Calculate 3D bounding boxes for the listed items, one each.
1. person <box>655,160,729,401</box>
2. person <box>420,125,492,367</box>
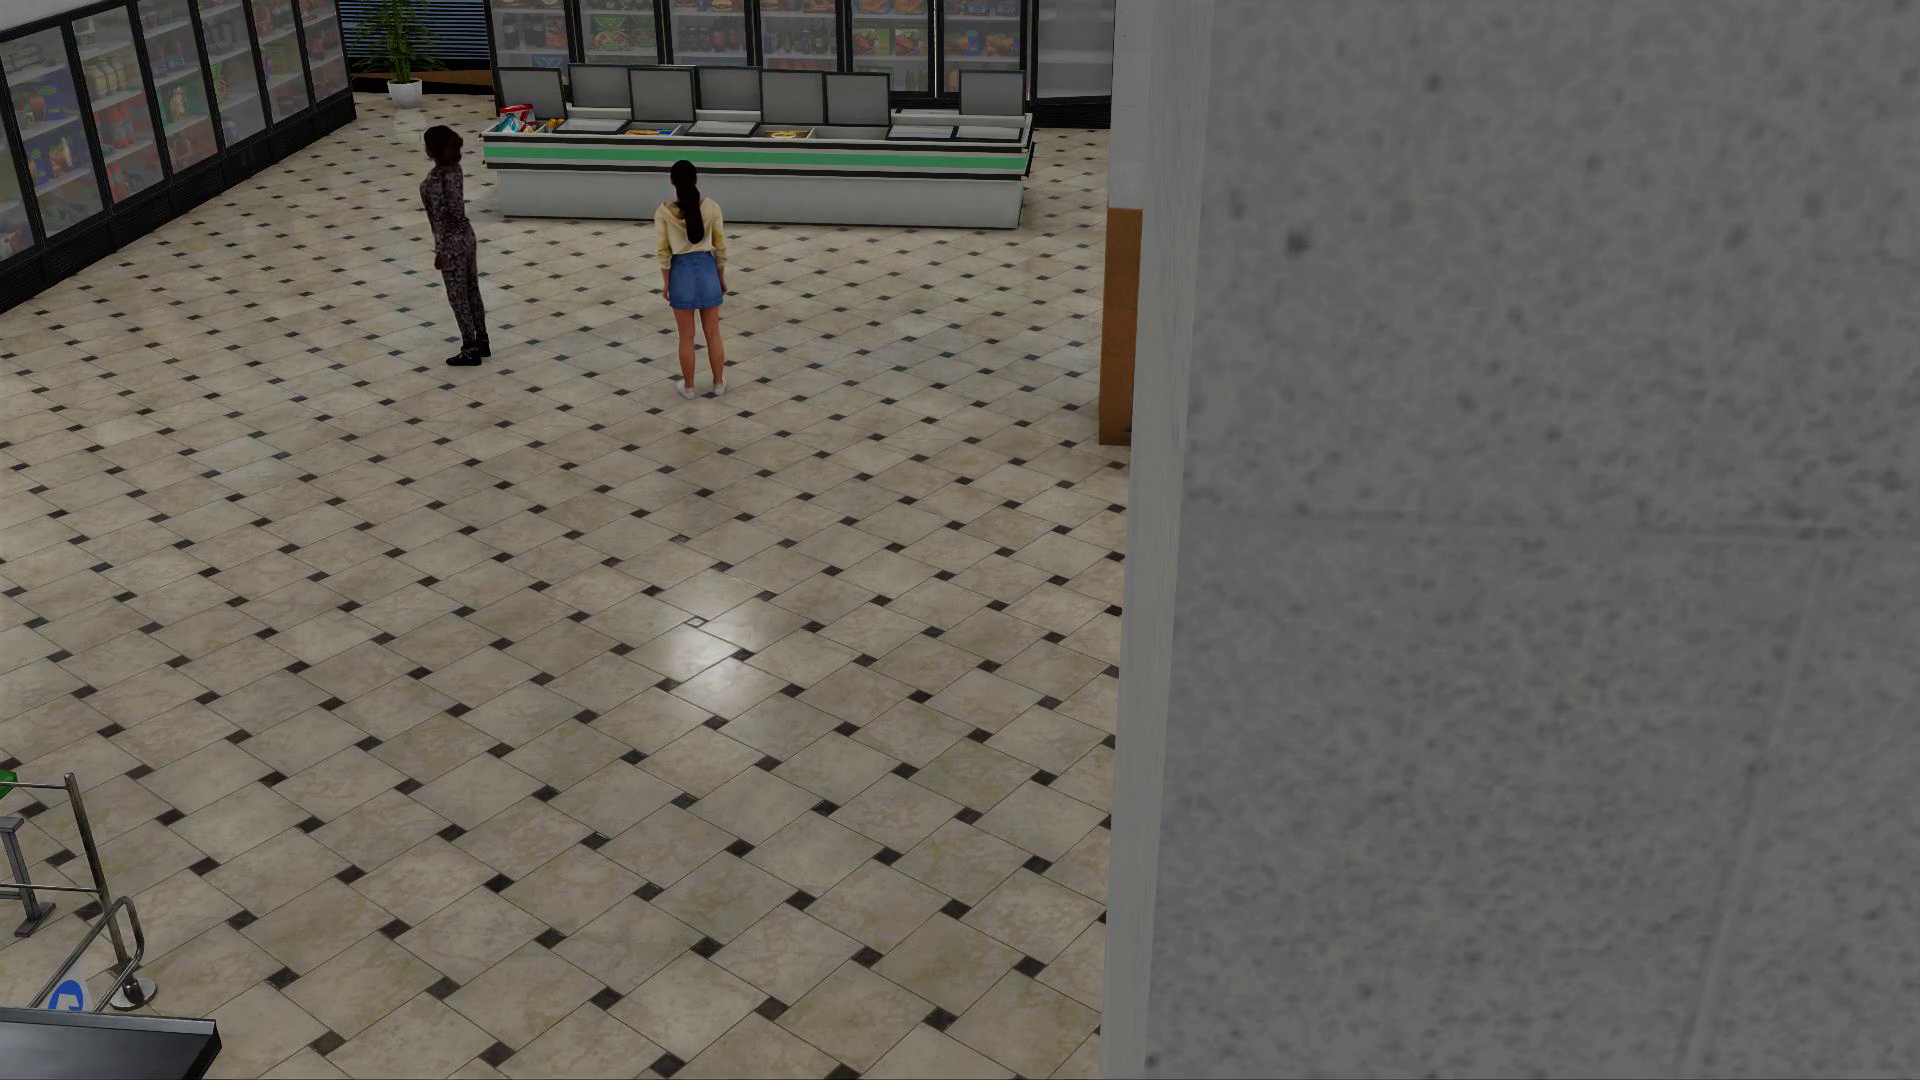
[{"bbox_3d":[-1.795,-1.749,11.205,0.644,1.632,0.778,-9,28,-17],"label":"person"},{"bbox_3d":[-3.568,-2.075,11.758,0.595,1.713,0.598,6,27,11],"label":"person"}]
